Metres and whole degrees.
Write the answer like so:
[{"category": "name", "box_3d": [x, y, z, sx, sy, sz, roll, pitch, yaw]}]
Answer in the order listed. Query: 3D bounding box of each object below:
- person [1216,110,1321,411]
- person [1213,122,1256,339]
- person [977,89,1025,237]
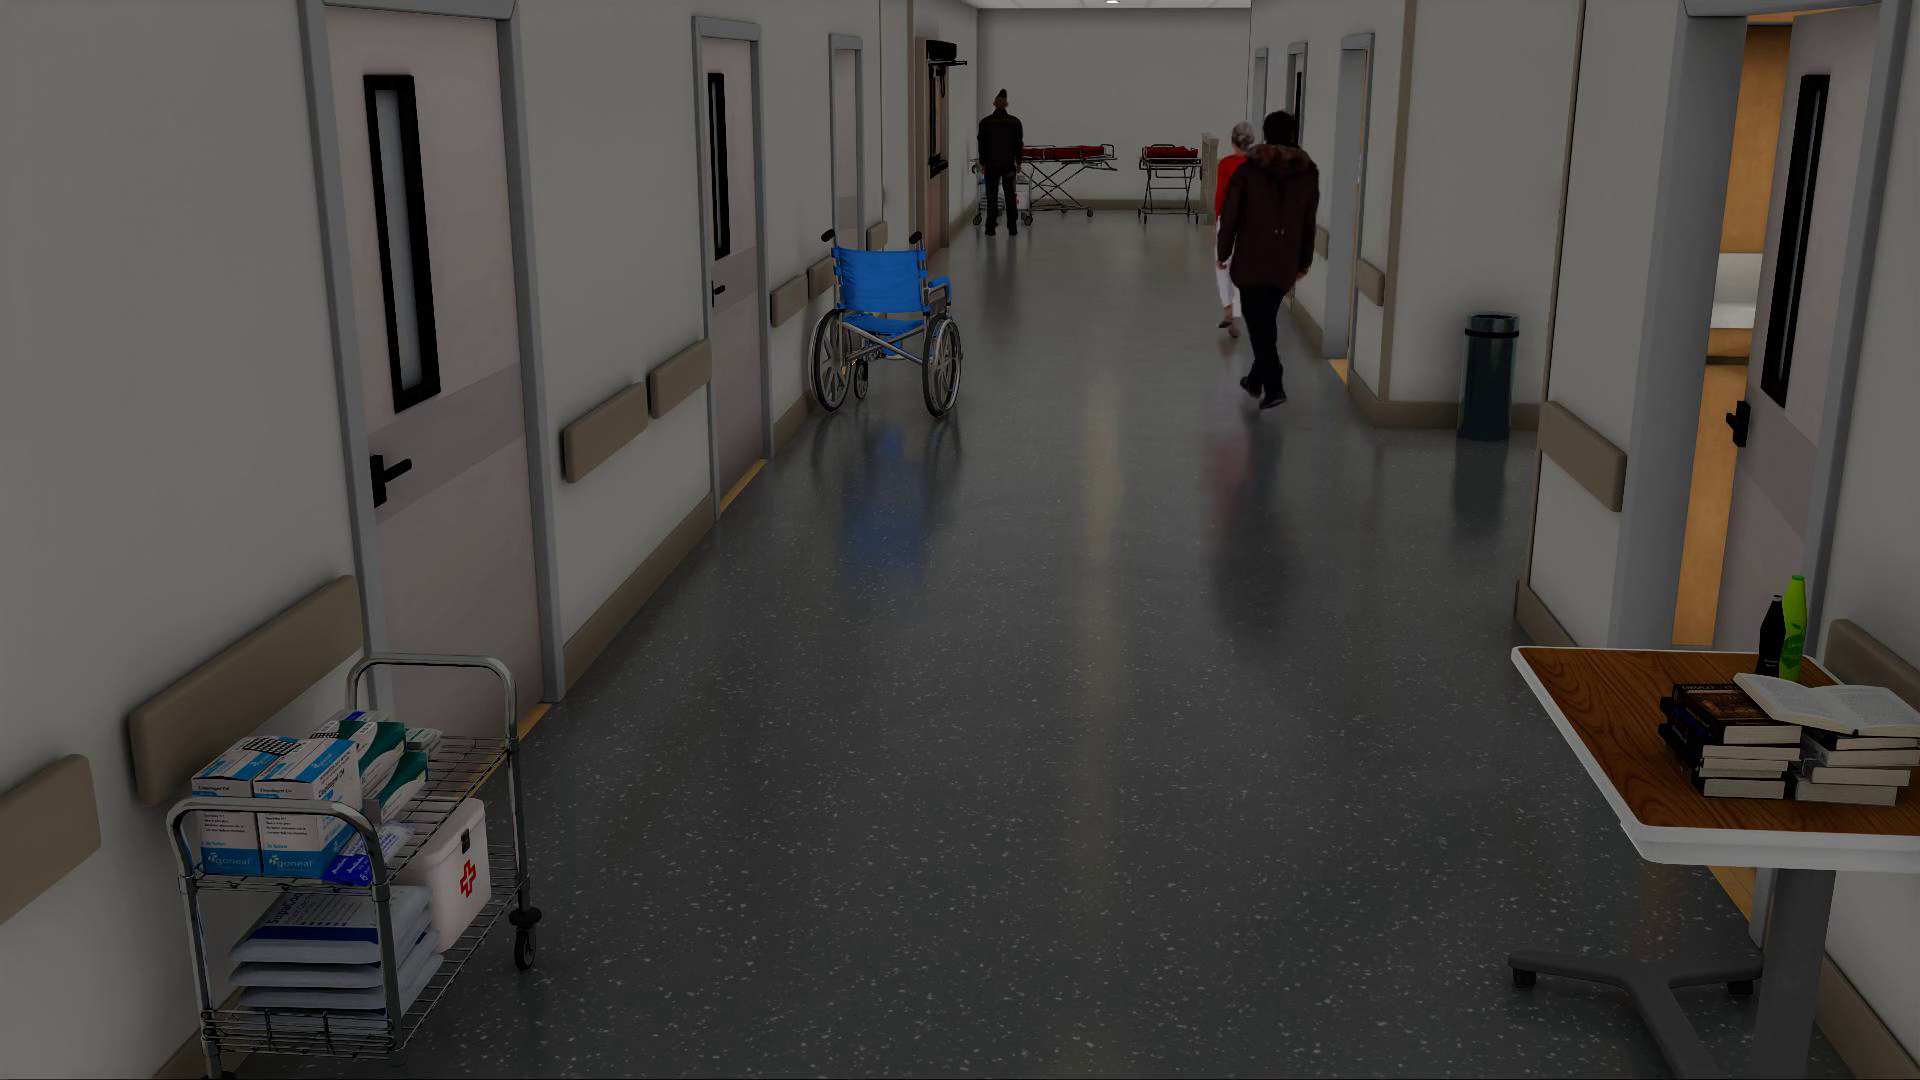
[{"category": "person", "box_3d": [1.914, -1.686, 10.273, 0.971, 1.808, 1.256, -3, 16, -12]}, {"category": "person", "box_3d": [2.207, -2.445, 13.193, 0.556, 1.683, 0.588, 1, 16, 3]}, {"category": "person", "box_3d": [0.533, -4.913, 21.622, 0.787, 1.861, 0.646, 0, 16, -2]}]
